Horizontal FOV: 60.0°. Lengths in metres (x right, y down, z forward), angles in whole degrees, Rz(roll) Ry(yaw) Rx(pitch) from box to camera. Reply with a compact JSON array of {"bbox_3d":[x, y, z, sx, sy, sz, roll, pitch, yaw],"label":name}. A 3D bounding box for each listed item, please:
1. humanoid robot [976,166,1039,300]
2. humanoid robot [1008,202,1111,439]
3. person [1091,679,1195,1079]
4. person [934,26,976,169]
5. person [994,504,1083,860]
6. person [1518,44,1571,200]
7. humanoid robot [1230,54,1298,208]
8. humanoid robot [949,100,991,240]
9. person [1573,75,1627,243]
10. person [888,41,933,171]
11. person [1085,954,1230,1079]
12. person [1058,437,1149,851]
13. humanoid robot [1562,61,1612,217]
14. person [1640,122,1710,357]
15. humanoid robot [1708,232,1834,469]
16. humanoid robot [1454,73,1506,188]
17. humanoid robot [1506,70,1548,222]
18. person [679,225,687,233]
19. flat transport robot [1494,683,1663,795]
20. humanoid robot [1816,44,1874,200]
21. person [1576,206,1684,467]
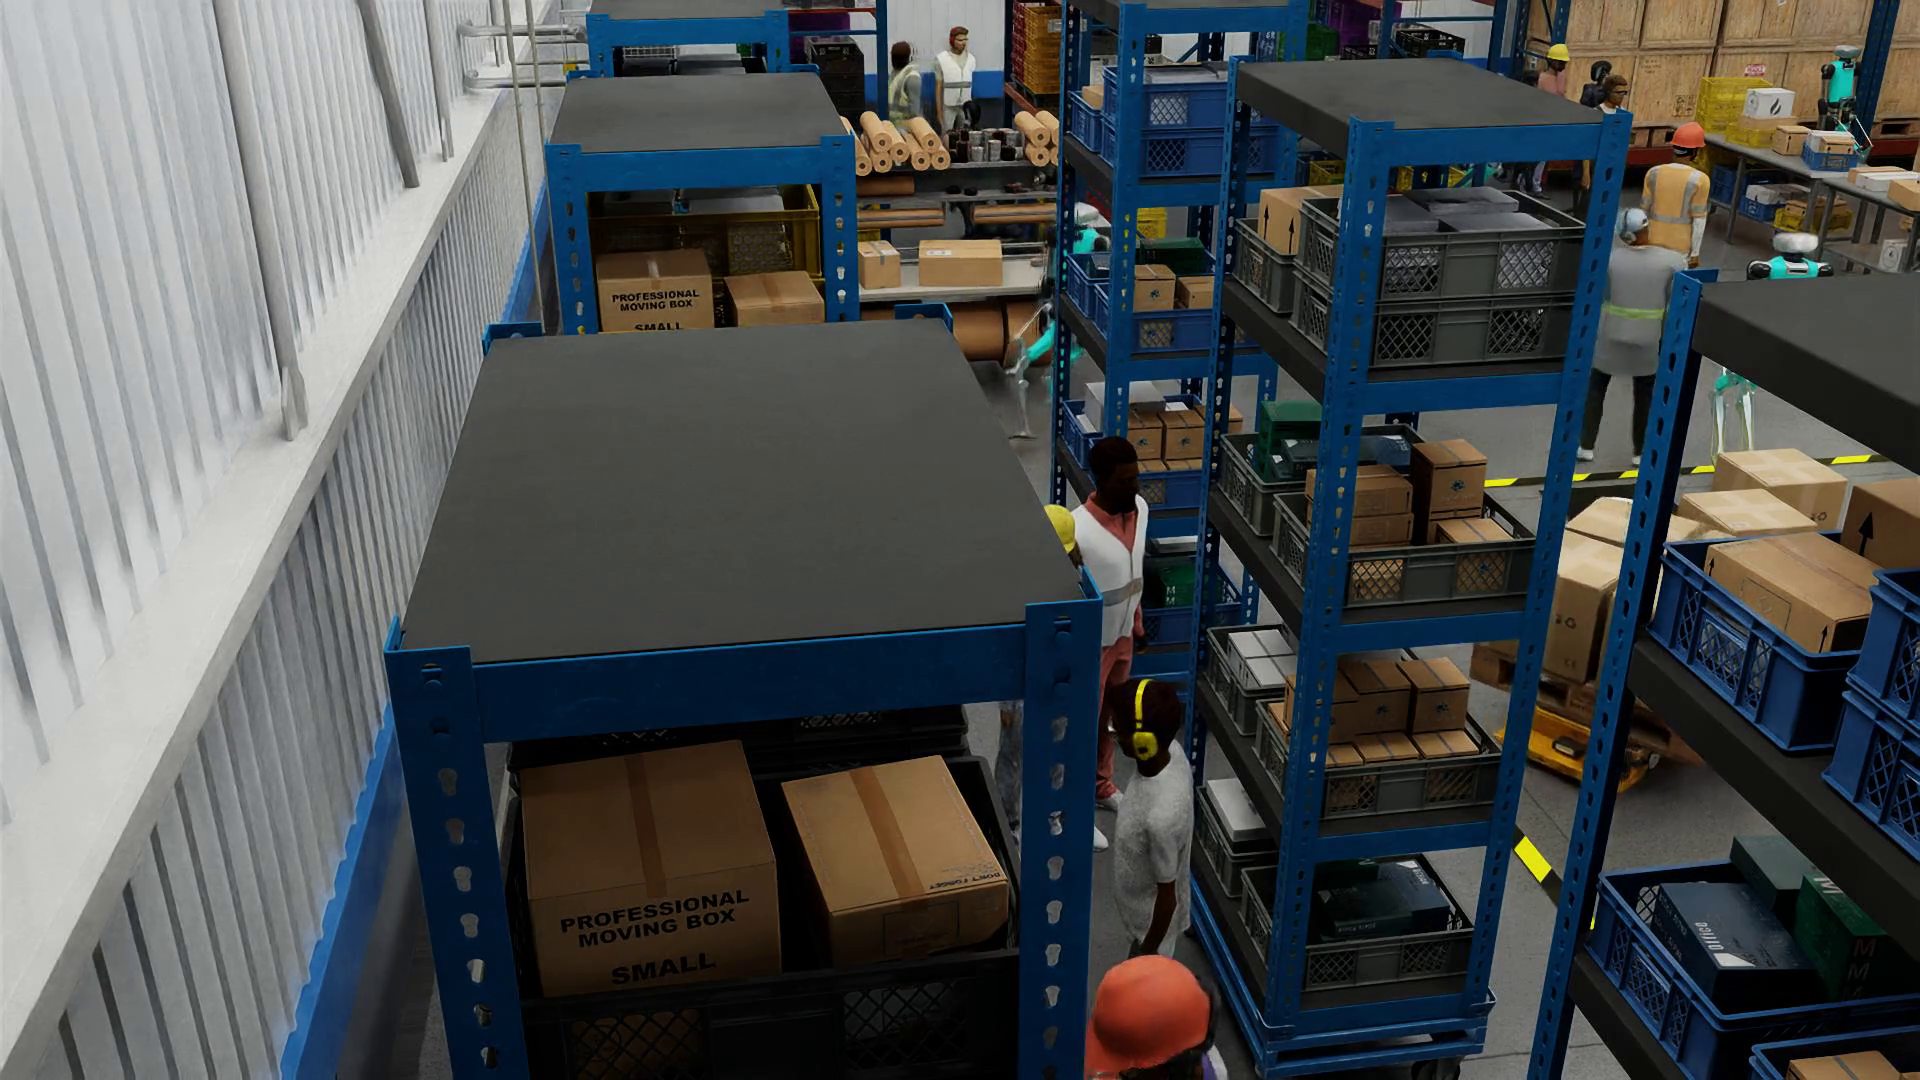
[{"bbox_3d":[0.396,-2.613,14.318,0.583,1.645,0.471,8,26,16],"label":"humanoid robot"},{"bbox_3d":[0.626,-1.442,11.745,0.539,1.766,1.031,20,31,36],"label":"humanoid robot"},{"bbox_3d":[0.609,1.286,5.596,0.327,1.865,0.516,2,25,5],"label":"person"},{"bbox_3d":[-0.054,-5.047,19.398,0.563,1.836,0.390,-15,29,-29],"label":"person"},{"bbox_3d":[0.368,0.644,7.136,0.486,1.741,0.309,-16,29,-31],"label":"person"},{"bbox_3d":[6.575,-4.662,18.652,0.522,1.759,0.351,-17,30,-32],"label":"person"},{"bbox_3d":[3.398,-4.486,18.299,0.940,1.762,0.545,-6,25,-13],"label":"humanoid robot"},{"bbox_3d":[0.142,-3.388,15.979,0.599,1.650,0.364,-15,29,-30],"label":"humanoid robot"},{"bbox_3d":[6.254,-3.612,16.271,0.499,1.841,0.341,-17,30,-33],"label":"person"},{"bbox_3d":[-0.598,-4.705,18.688,0.845,1.796,0.652,-9,26,-20],"label":"person"},{"bbox_3d":[0.563,1.827,4.244,0.603,2.012,0.832,-3,25,-6],"label":"person"},{"bbox_3d":[0.627,0.436,7.378,0.393,1.919,0.589,17,30,33],"label":"person"},{"bbox_3d":[6.822,-4.371,18.102,0.374,1.648,0.588,-7,26,-15],"label":"humanoid robot"},{"bbox_3d":[5.787,-2.421,13.565,0.357,1.939,0.542,-21,32,-38],"label":"person"},{"bbox_3d":[5.371,-1.302,11.217,0.533,1.673,0.735,1,25,2],"label":"humanoid robot"},{"bbox_3d":[5.237,-3.885,17.094,0.549,1.872,0.830,-6,25,-12],"label":"humanoid robot"},{"bbox_3d":[6.025,-4.111,17.561,0.466,1.645,0.612,19,31,35],"label":"humanoid robot"},{"bbox_3d":[-1.903,-1.284,11.167,0.319,1.876,0.527,-7,26,-16],"label":"person"},{"bbox_3d":[3.386,0.827,8.467,1.431,0.197,0.652,-22,33,-39],"label":"flat transport robot"},{"bbox_3d":[9.743,-4.527,18.218,0.533,1.681,0.735,-11,27,-23],"label":"humanoid robot"},{"bbox_3d":[4.619,-1.377,11.447,0.658,1.815,0.391,9,26,18],"label":"person"}]
